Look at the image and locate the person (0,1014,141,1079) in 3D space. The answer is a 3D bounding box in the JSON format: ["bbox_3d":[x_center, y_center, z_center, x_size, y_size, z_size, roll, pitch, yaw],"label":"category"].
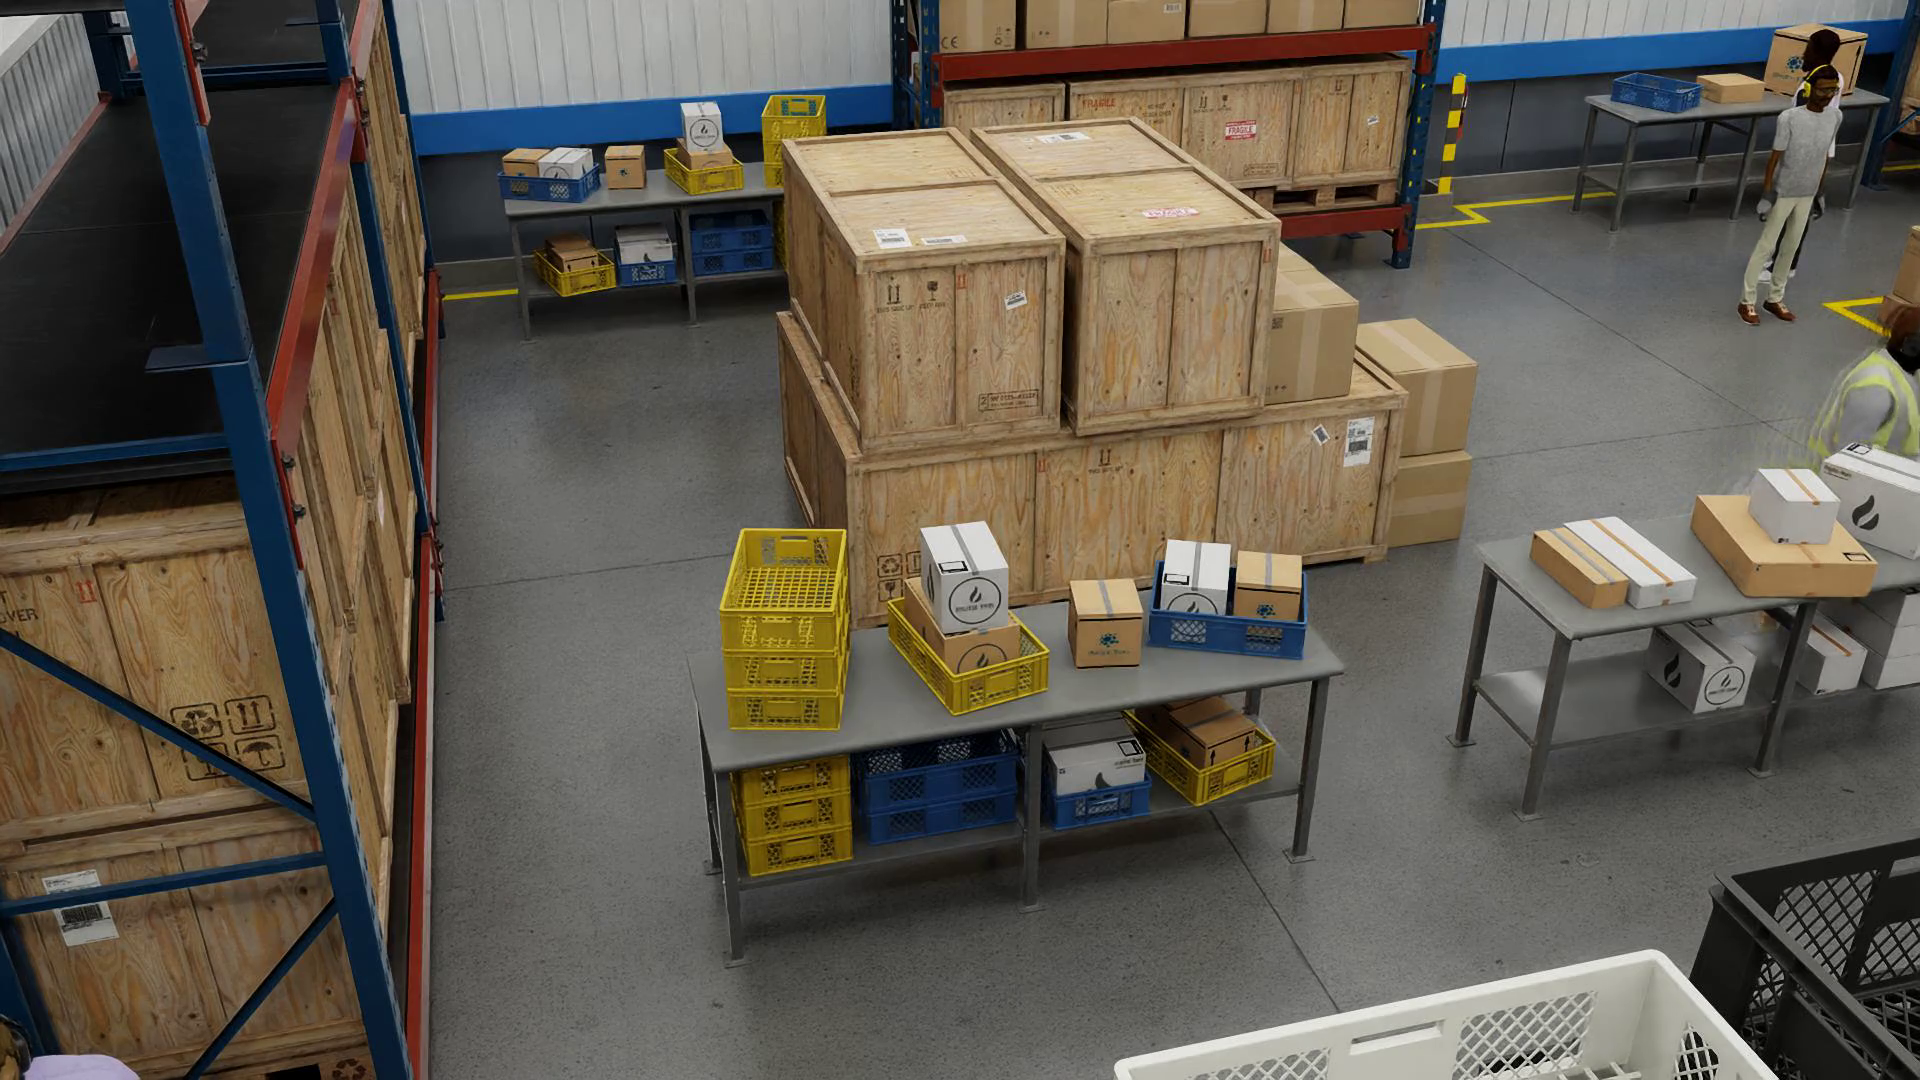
[{"bbox_3d":[-2.174,1.851,4.024,0.625,1.933,0.374,-21,35,-33],"label":"person"}]

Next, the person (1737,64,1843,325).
[{"bbox_3d":[5.985,-2.466,11.920,0.536,1.869,0.314,-6,29,-11],"label":"person"}]

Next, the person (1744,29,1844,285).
[{"bbox_3d":[6.402,-2.891,12.639,0.398,1.920,0.590,24,37,37],"label":"person"}]

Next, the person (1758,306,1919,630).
[{"bbox_3d":[4.305,-0.270,7.979,0.443,1.822,0.655,22,36,34],"label":"person"}]
